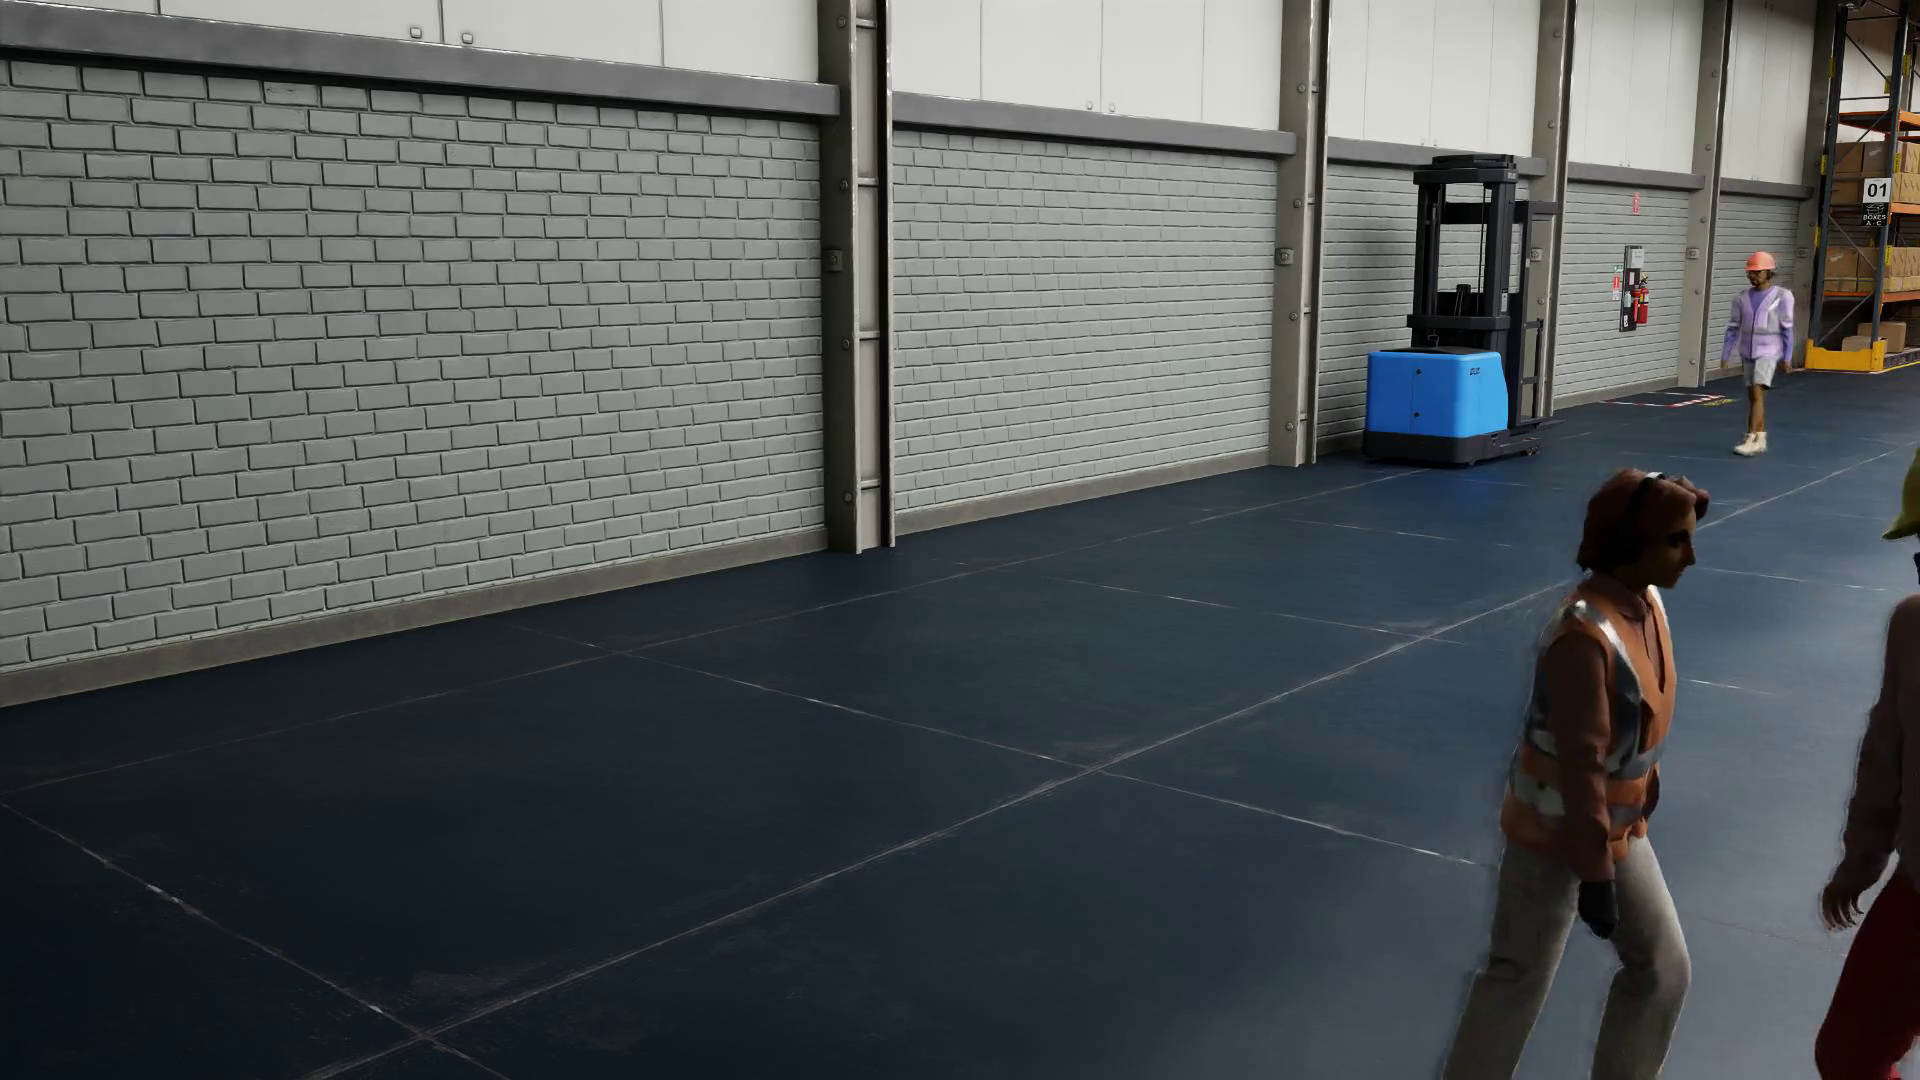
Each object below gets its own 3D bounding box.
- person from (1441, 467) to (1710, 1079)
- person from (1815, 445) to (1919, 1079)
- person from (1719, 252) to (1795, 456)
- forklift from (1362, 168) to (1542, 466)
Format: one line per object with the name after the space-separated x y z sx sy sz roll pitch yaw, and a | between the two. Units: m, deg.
1.352 0.640 3.551 0.633 1.604 0.560 8 13 38 | person
1.804 0.677 2.950 0.384 1.739 0.624 -3 10 -16 | person
7.851 -1.835 16.500 0.898 2.004 0.636 -6 12 -32 | person
4.875 -2.212 16.287 1.129 2.768 1.873 8 13 40 | forklift
